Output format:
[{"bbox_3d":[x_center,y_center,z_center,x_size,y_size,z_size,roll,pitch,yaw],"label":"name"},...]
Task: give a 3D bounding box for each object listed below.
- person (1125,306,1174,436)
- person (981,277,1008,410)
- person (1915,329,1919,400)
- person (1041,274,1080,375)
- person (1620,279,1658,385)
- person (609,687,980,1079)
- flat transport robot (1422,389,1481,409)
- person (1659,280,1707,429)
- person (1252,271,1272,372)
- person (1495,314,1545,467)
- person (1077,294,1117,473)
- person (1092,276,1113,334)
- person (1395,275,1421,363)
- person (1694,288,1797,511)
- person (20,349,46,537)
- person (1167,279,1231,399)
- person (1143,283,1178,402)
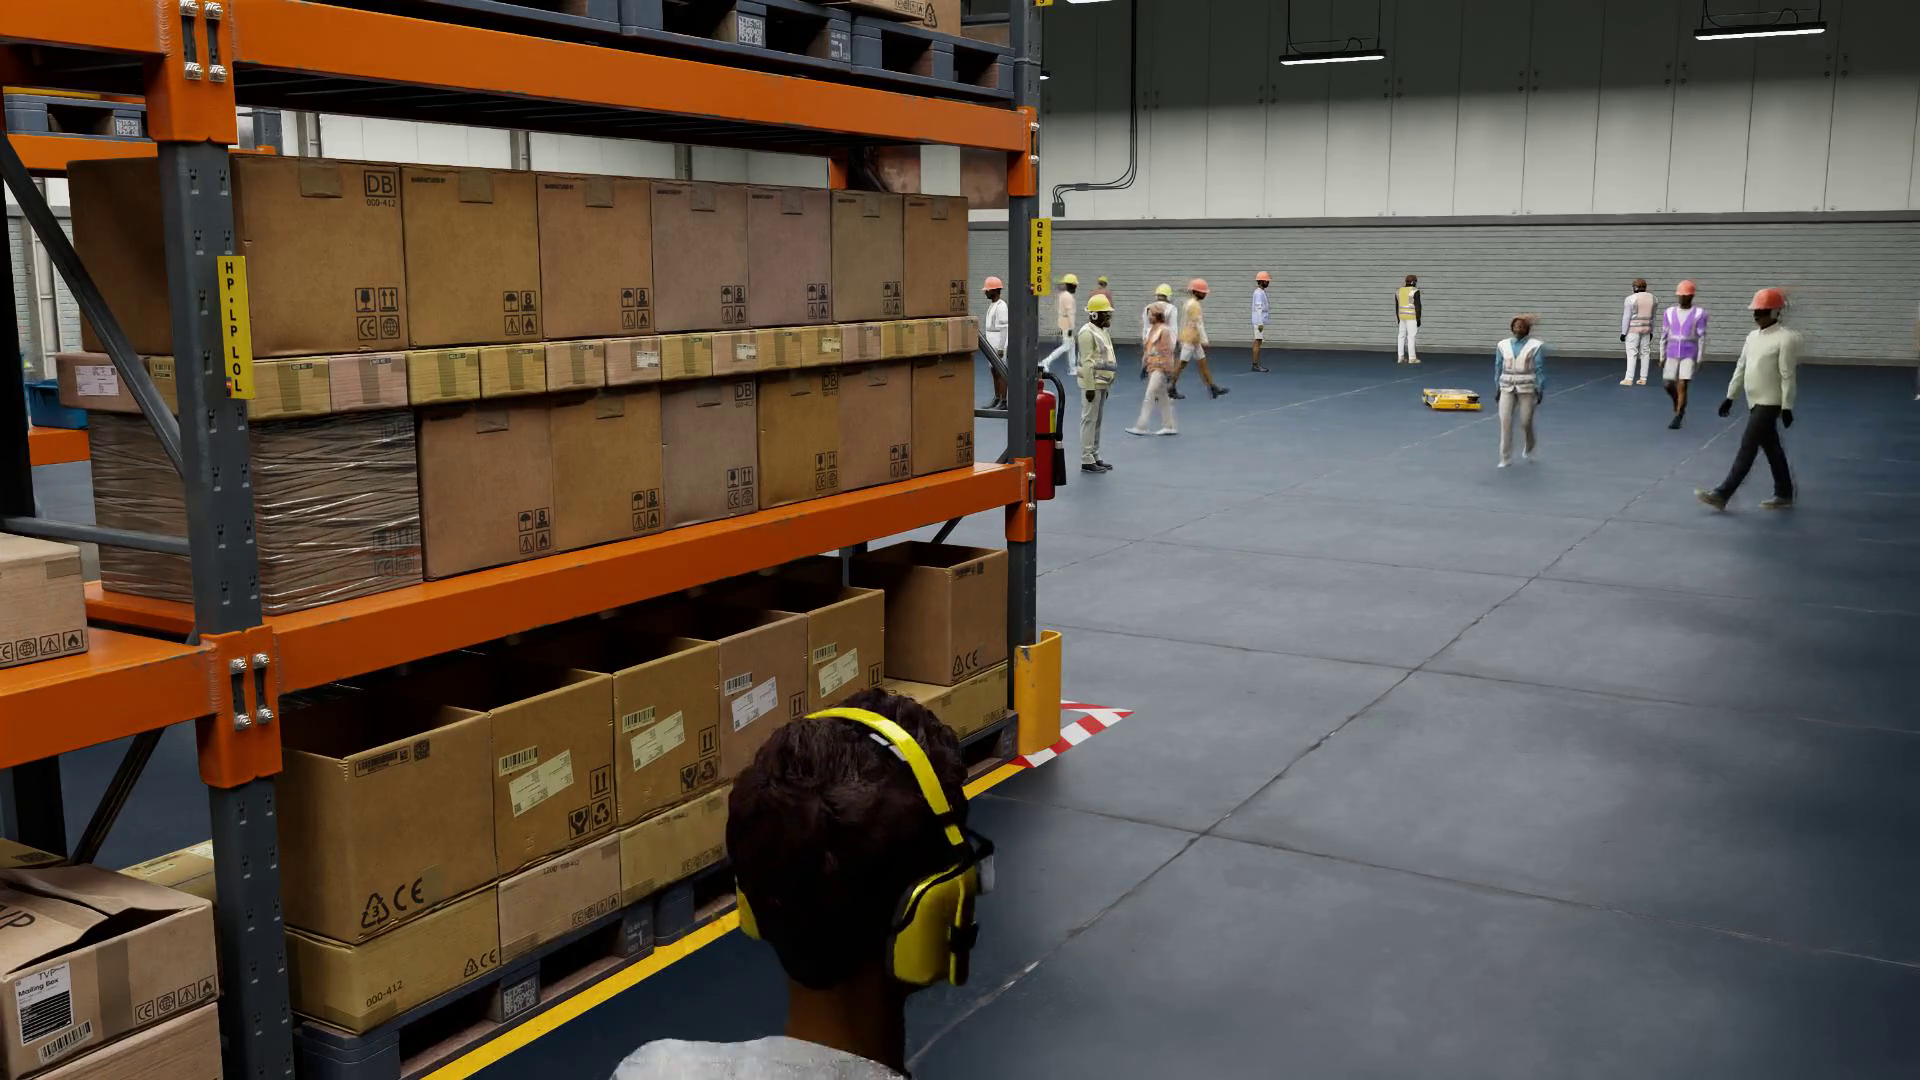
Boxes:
[{"bbox_3d":[2.335,-2.082,20.559,0.785,1.604,0.544,-2,10,-14],"label":"person"},{"bbox_3d":[0.492,-2.785,23.756,0.376,1.932,0.551,-3,10,-15],"label":"person"},{"bbox_3d":[15.215,-3.079,25.866,0.871,1.802,0.536,-8,12,-39],"label":"person"},{"bbox_3d":[1.926,-3.998,30.952,0.798,1.906,0.600,-1,10,-4],"label":"person"},{"bbox_3d":[11.709,-3.591,28.753,0.621,1.842,0.429,-2,10,-12],"label":"person"},{"bbox_3d":[-0.071,1.050,1.529,0.558,1.856,0.384,6,11,30],"label":"person"},{"bbox_3d":[7.257,-2.097,24.588,0.652,0.197,1.431,2,10,9],"label":"flat transport robot"},{"bbox_3d":[9.371,-2.404,21.560,0.559,1.923,0.599,8,12,38],"label":"person"},{"bbox_3d":[5.801,-4.203,32.047,0.357,1.938,0.542,2,10,9],"label":"person"},{"bbox_3d":[5.966,-1.589,17.707,0.522,1.623,0.668,6,12,33],"label":"person"},{"bbox_3d":[1.418,-1.613,17.189,0.403,1.835,0.586,3,10,19],"label":"person"},{"bbox_3d":[3.443,-5.517,40.293,0.526,1.757,0.404,3,10,19],"label":"person"},{"bbox_3d":[9.379,-4.607,34.712,0.429,1.839,0.621,-7,12,-34],"label":"person"},{"bbox_3d":[6.946,-1.218,14.552,1.017,1.938,0.615,0,10,-2],"label":"person"},{"bbox_3d":[-5.919,-0.360,10.232,0.853,1.703,0.488,-7,12,-35],"label":"person"},{"bbox_3d":[3.690,-3.107,25.823,1.050,1.863,0.553,1,10,8],"label":"person"},{"bbox_3d":[3.021,-2.979,25.236,0.612,1.816,0.566,7,12,37],"label":"person"}]
